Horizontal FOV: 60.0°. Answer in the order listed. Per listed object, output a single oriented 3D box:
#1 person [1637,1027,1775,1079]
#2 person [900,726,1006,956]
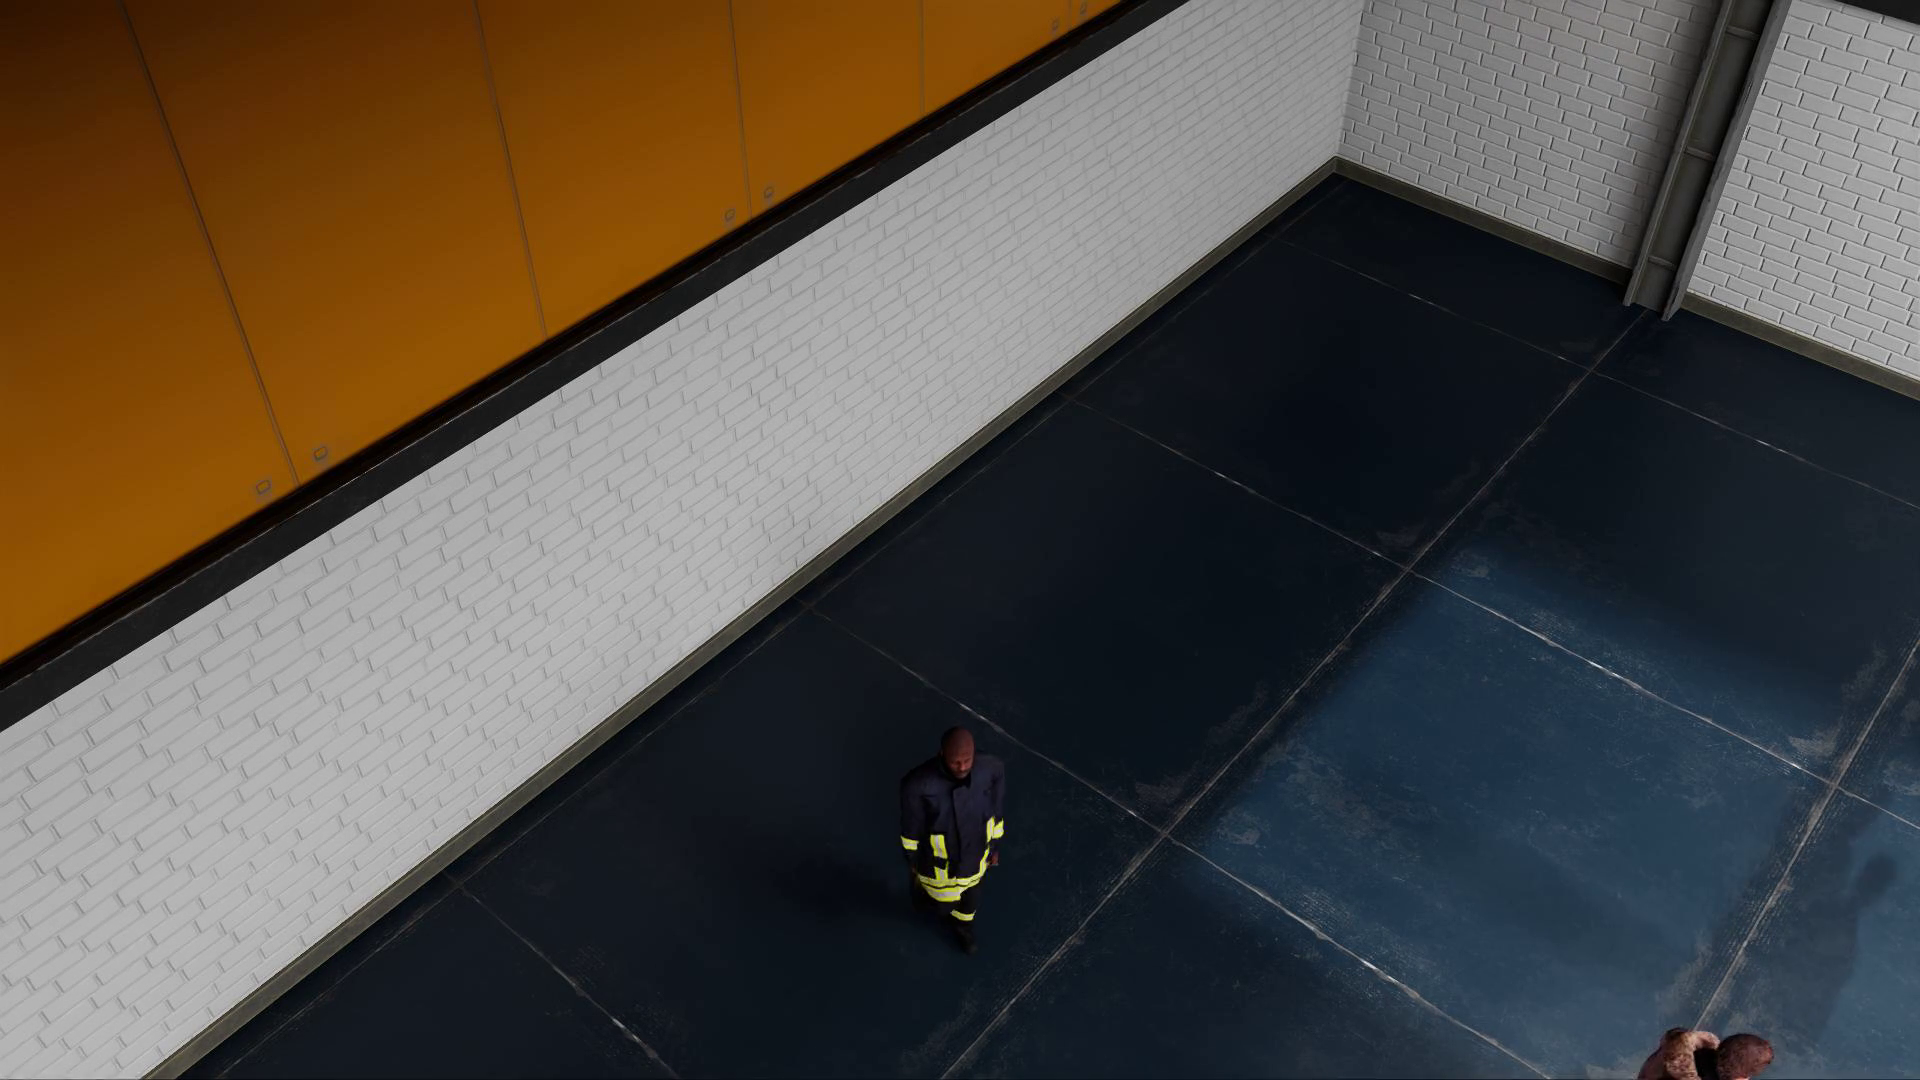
[{"bbox_3d":[3.189,2.784,7.772,0.886,1.824,0.881,6,44,6],"label":"person"},{"bbox_3d":[-0.059,1.555,9.071,0.956,1.811,1.040,-13,45,-14],"label":"person"}]
